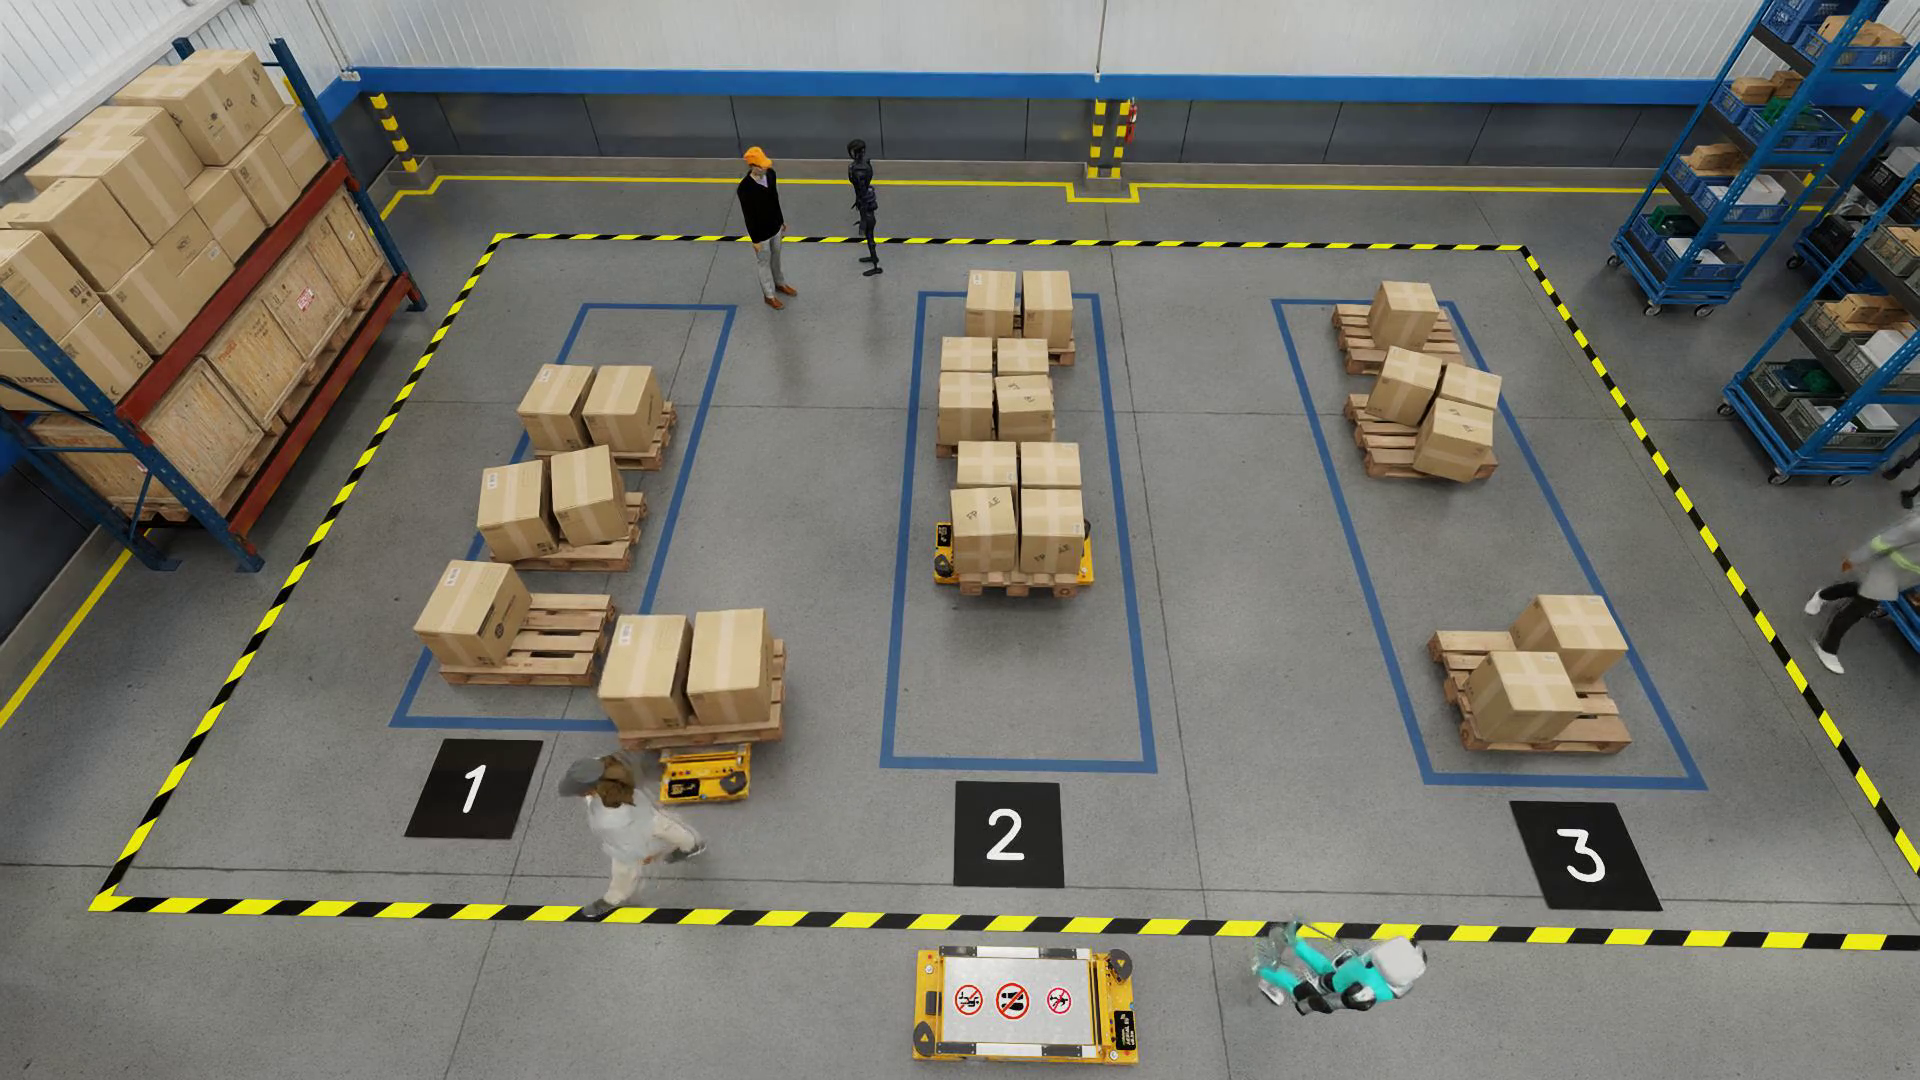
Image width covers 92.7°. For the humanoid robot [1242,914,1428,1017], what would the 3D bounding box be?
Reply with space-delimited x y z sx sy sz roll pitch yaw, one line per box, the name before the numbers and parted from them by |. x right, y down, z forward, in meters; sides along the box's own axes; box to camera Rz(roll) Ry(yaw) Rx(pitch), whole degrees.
humanoid robot | 2.097 2.527 5.508 0.543 1.815 0.818 -26 55 -20

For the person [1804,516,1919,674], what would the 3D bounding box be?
person | 7.473 0.233 7.308 0.589 1.806 0.895 13 52 11

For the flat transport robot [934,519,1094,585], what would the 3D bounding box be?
flat transport robot | 0.490 0.087 8.397 1.431 0.197 0.652 1 51 1

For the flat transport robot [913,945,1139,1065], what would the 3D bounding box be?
flat transport robot | 0.422 3.041 6.007 1.431 0.231 0.659 1 51 1

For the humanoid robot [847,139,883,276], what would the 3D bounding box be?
humanoid robot | -1.125 -3.892 10.742 0.315 1.654 0.599 -7 51 -6

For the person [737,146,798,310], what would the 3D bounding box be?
person | -2.169 -3.501 10.298 0.362 1.885 0.585 22 54 17

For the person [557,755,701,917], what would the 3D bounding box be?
person | -2.272 1.895 5.996 0.893 1.726 0.597 -18 53 -14

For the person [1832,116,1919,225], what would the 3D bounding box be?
person | 11.054 -4.356 10.960 0.378 1.940 0.627 -38 60 -26

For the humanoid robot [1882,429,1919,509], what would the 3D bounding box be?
humanoid robot | 9.165 -0.984 8.375 0.613 1.647 0.430 35 59 25

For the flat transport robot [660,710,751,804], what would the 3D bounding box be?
flat transport robot | -1.995 1.377 7.345 0.652 0.197 1.431 -4 51 -3
